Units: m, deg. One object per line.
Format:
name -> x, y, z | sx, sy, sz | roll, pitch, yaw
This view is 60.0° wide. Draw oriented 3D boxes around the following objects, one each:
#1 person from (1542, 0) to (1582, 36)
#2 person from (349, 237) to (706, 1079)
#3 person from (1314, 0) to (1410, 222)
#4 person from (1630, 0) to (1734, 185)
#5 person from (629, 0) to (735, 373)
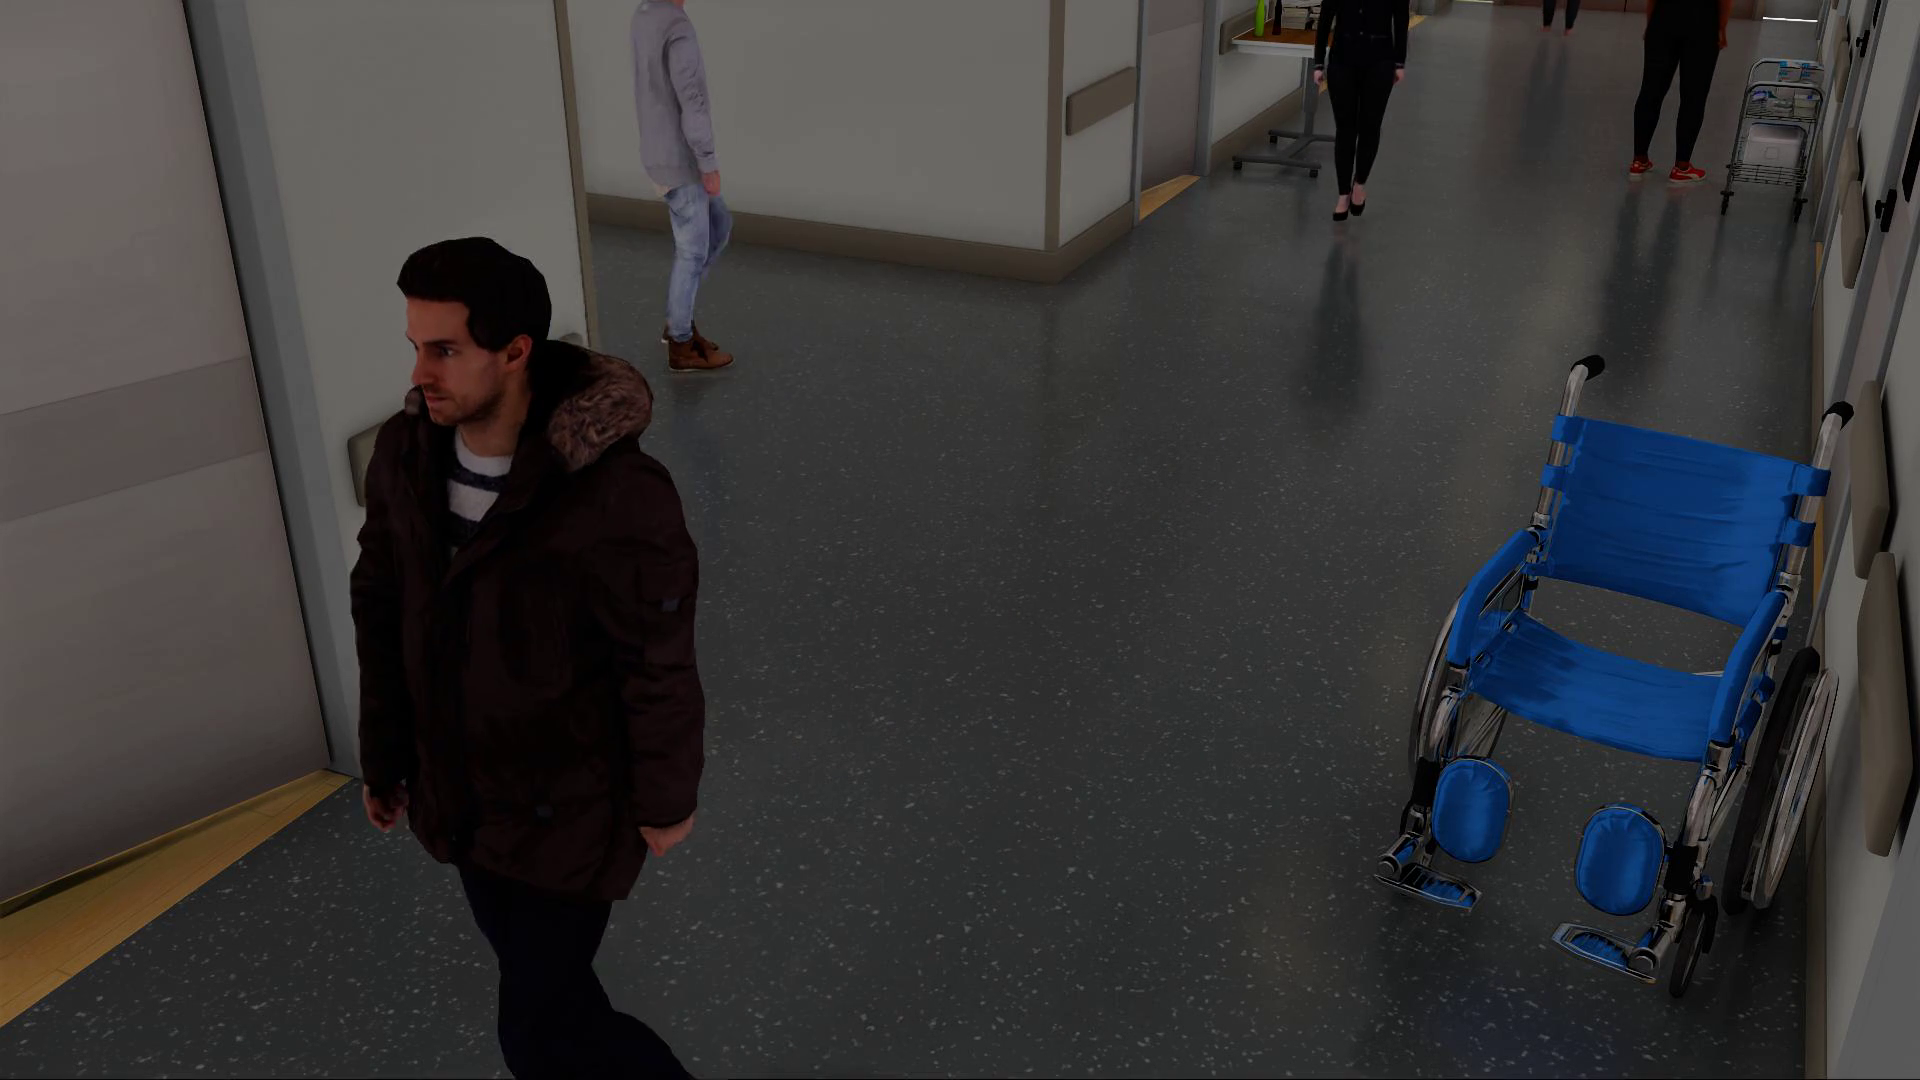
person -> 5.568, -5.510, 15.137 | 0.608, 1.728, 0.591 | 12, 28, 23
person -> -0.659, 0.374, 2.812 | 0.797, 1.834, 0.772 | 16, 30, 29
person -> 2.216, -2.596, 9.155 | 0.649, 1.674, 0.586 | 9, 27, 19
person -> 4.375, -3.095, 10.030 | 0.736, 1.814, 0.751 | -23, 34, -39
person -> -1.222, -1.560, 6.833 | 0.855, 1.825, 0.807 | -11, 28, -21
